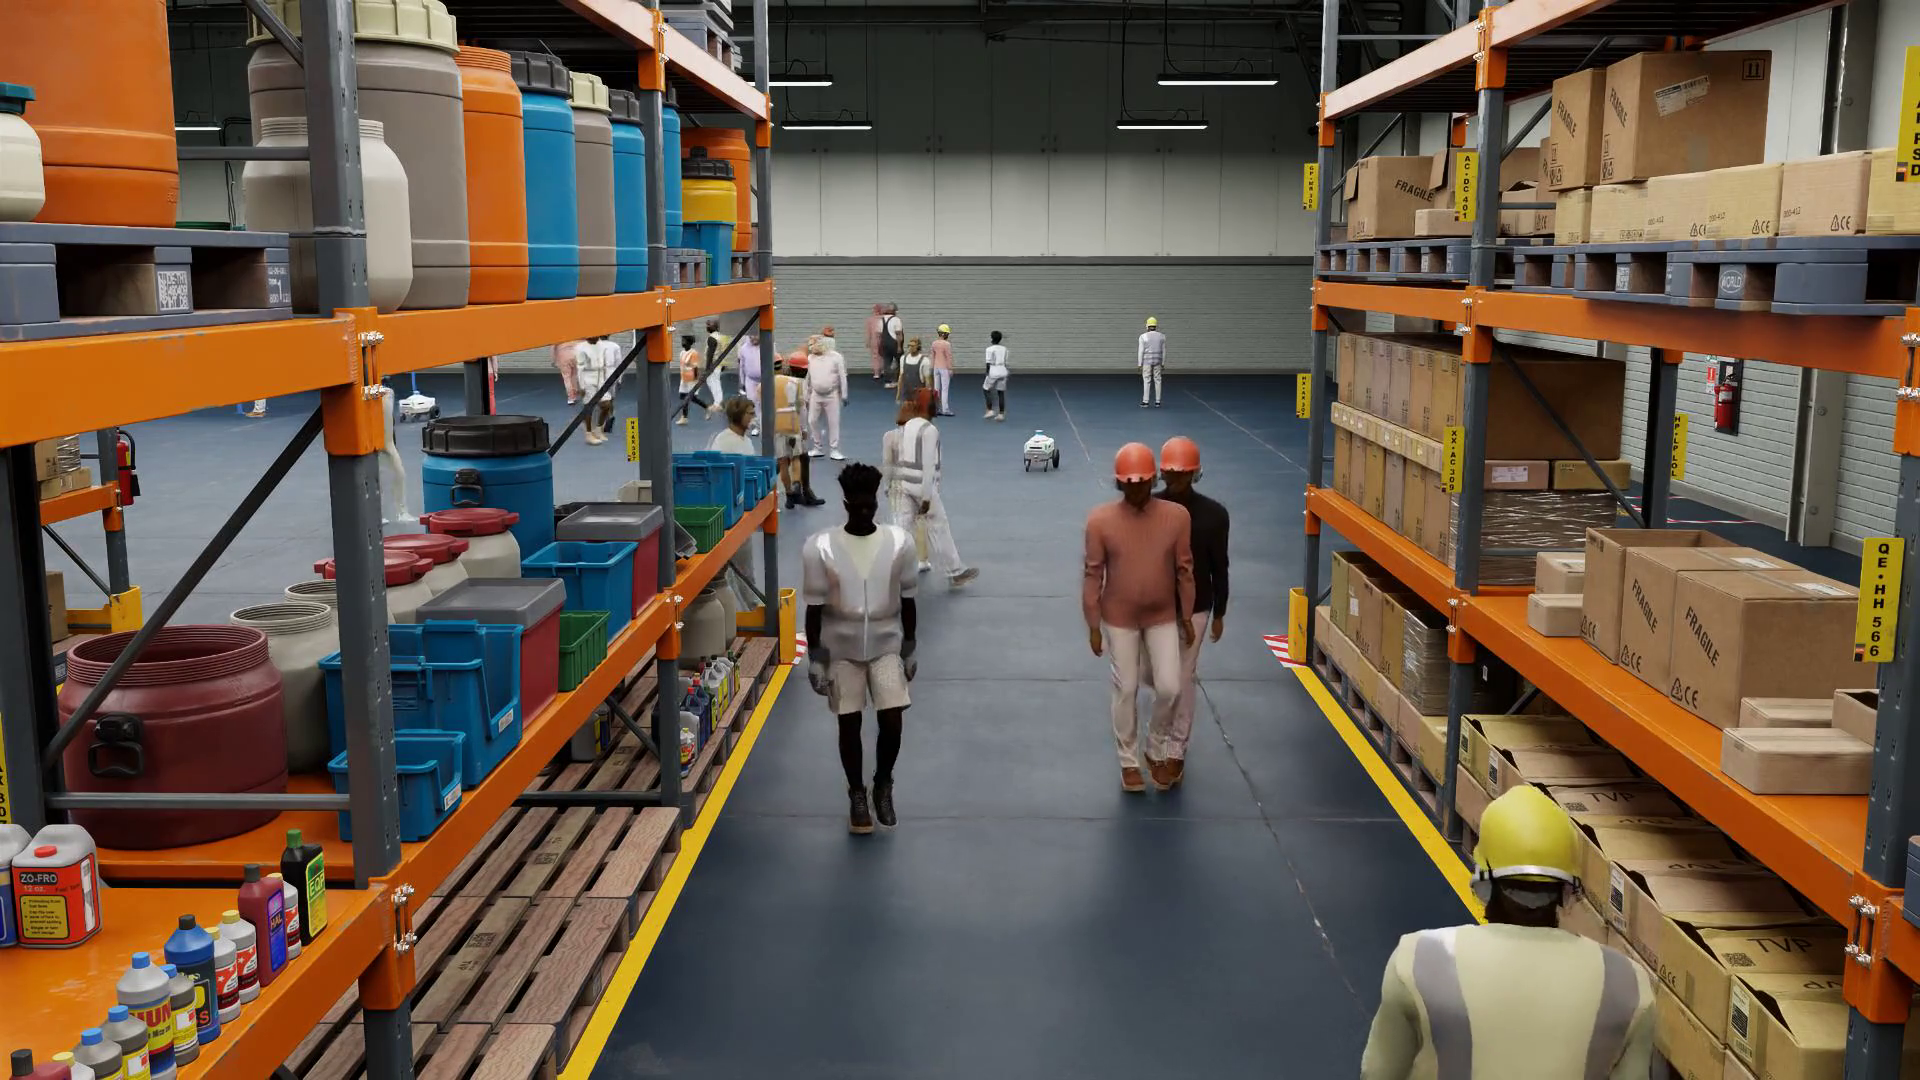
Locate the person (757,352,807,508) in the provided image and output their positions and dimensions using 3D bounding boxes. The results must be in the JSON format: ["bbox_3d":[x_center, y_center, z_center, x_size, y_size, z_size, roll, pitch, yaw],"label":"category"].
[{"bbox_3d":[-2.138,-1.323,20.037,0.591,1.885,0.578,-2,10,-14],"label":"person"}]

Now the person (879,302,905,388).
[{"bbox_3d":[-1.529,-4.584,39.231,0.708,2.000,0.703,9,13,42],"label":"person"}]

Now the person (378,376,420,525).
[{"bbox_3d":[-6.414,-1.073,18.645,0.818,1.841,0.567,6,11,31],"label":"person"}]

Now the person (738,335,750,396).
[{"bbox_3d":[-4.661,-4.132,36.905,0.611,1.878,1.002,-6,11,-31],"label":"person"}]

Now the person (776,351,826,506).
[{"bbox_3d":[-2.116,-1.351,20.194,0.873,1.905,0.550,1,10,8],"label":"person"}]

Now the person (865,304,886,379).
[{"bbox_3d":[-2.117,-5.073,42.458,0.672,1.892,0.508,-3,10,-20],"label":"person"}]

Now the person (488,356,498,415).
[{"bbox_3d":[-8.901,-3.098,31.046,0.532,1.761,0.331,-2,10,-15],"label":"person"}]

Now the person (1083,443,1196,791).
[{"bbox_3d":[0.998,0.439,9.216,0.634,1.969,0.477,-1,10,-4],"label":"person"}]

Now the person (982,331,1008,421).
[{"bbox_3d":[0.671,-3.064,31.079,0.538,1.678,0.471,-7,12,-34],"label":"person"}]

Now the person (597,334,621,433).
[{"bbox_3d":[-6.129,-2.814,28.868,0.562,1.916,0.603,-6,11,-31],"label":"person"}]

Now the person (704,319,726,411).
[{"bbox_3d":[-4.917,-3.490,33.161,0.487,1.829,0.640,1,10,9],"label":"person"}]

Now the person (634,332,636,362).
[{"bbox_3d":[-6.877,-4.061,36.589,0.597,1.834,0.975,-1,10,-8],"label":"person"}]

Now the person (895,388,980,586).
[{"bbox_3d":[-0.316,-0.459,15.045,1.012,1.831,0.592,-5,11,-30],"label":"person"}]

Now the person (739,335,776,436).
[{"bbox_3d":[-3.487,-2.773,28.755,0.650,1.877,0.844,0,9,-2],"label":"person"}]

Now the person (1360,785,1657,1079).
[{"bbox_3d":[1.230,1.435,3.828,0.596,1.785,0.923,1,9,4],"label":"person"}]

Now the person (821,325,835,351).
[{"bbox_3d":[-2.898,-3.813,35.766,0.503,1.613,0.590,9,13,43],"label":"person"}]

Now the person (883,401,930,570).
[{"bbox_3d":[-0.488,-0.519,15.974,0.502,1.633,0.280,0,9,0],"label":"person"}]

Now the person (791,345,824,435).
[{"bbox_3d":[-2.576,-2.429,27.555,0.521,1.586,0.858,4,10,22],"label":"person"}]

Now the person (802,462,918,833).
[{"bbox_3d":[-0.504,0.566,8.532,0.614,1.942,0.495,-2,10,-11],"label":"person"}]

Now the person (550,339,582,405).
[{"bbox_3d":[-8.241,-3.776,34.787,0.672,1.862,0.860,-5,11,-28],"label":"person"}]

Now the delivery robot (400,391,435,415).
[{"bbox_3d":[-10.165,-2.541,31.154,0.477,0.478,0.707,3,10,19],"label":"delivery robot"}]

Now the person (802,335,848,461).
[{"bbox_3d":[-2.040,-2.139,24.999,0.739,1.866,0.411,2,10,14],"label":"person"}]

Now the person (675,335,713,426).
[{"bbox_3d":[-4.874,-2.936,30.316,0.639,1.676,0.540,-8,12,-40],"label":"person"}]

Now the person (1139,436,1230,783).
[{"bbox_3d":[1.266,0.359,9.693,0.622,1.971,0.819,4,10,23],"label":"person"}]

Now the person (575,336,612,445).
[{"bbox_3d":[-5.914,-2.538,26.900,0.524,2.018,0.634,7,12,37],"label":"person"}]

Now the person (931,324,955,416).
[{"bbox_3d":[-0.328,-3.278,32.130,0.327,1.760,0.524,-9,13,-43],"label":"person"}]

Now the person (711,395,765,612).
[{"bbox_3d":[-1.703,-0.180,13.111,0.933,1.905,0.662,1,10,8],"label":"person"}]

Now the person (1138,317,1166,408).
[{"bbox_3d":[3.916,-3.636,34.042,0.589,1.834,0.403,-2,10,-13],"label":"person"}]

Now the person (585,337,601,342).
[{"bbox_3d":[-8.059,-4.123,36.921,0.509,1.848,0.717,0,9,-3],"label":"person"}]

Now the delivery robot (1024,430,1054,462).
[{"bbox_3d":[1.141,-1.332,23.911,0.477,0.478,0.707,2,10,11],"label":"delivery robot"}]

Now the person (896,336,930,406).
[{"bbox_3d":[-0.691,-2.289,26.010,0.523,1.824,0.809,6,11,31],"label":"person"}]

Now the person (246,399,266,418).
[{"bbox_3d":[-13.537,-3.322,31.857,0.372,1.937,0.627,-1,10,-7],"label":"person"}]
